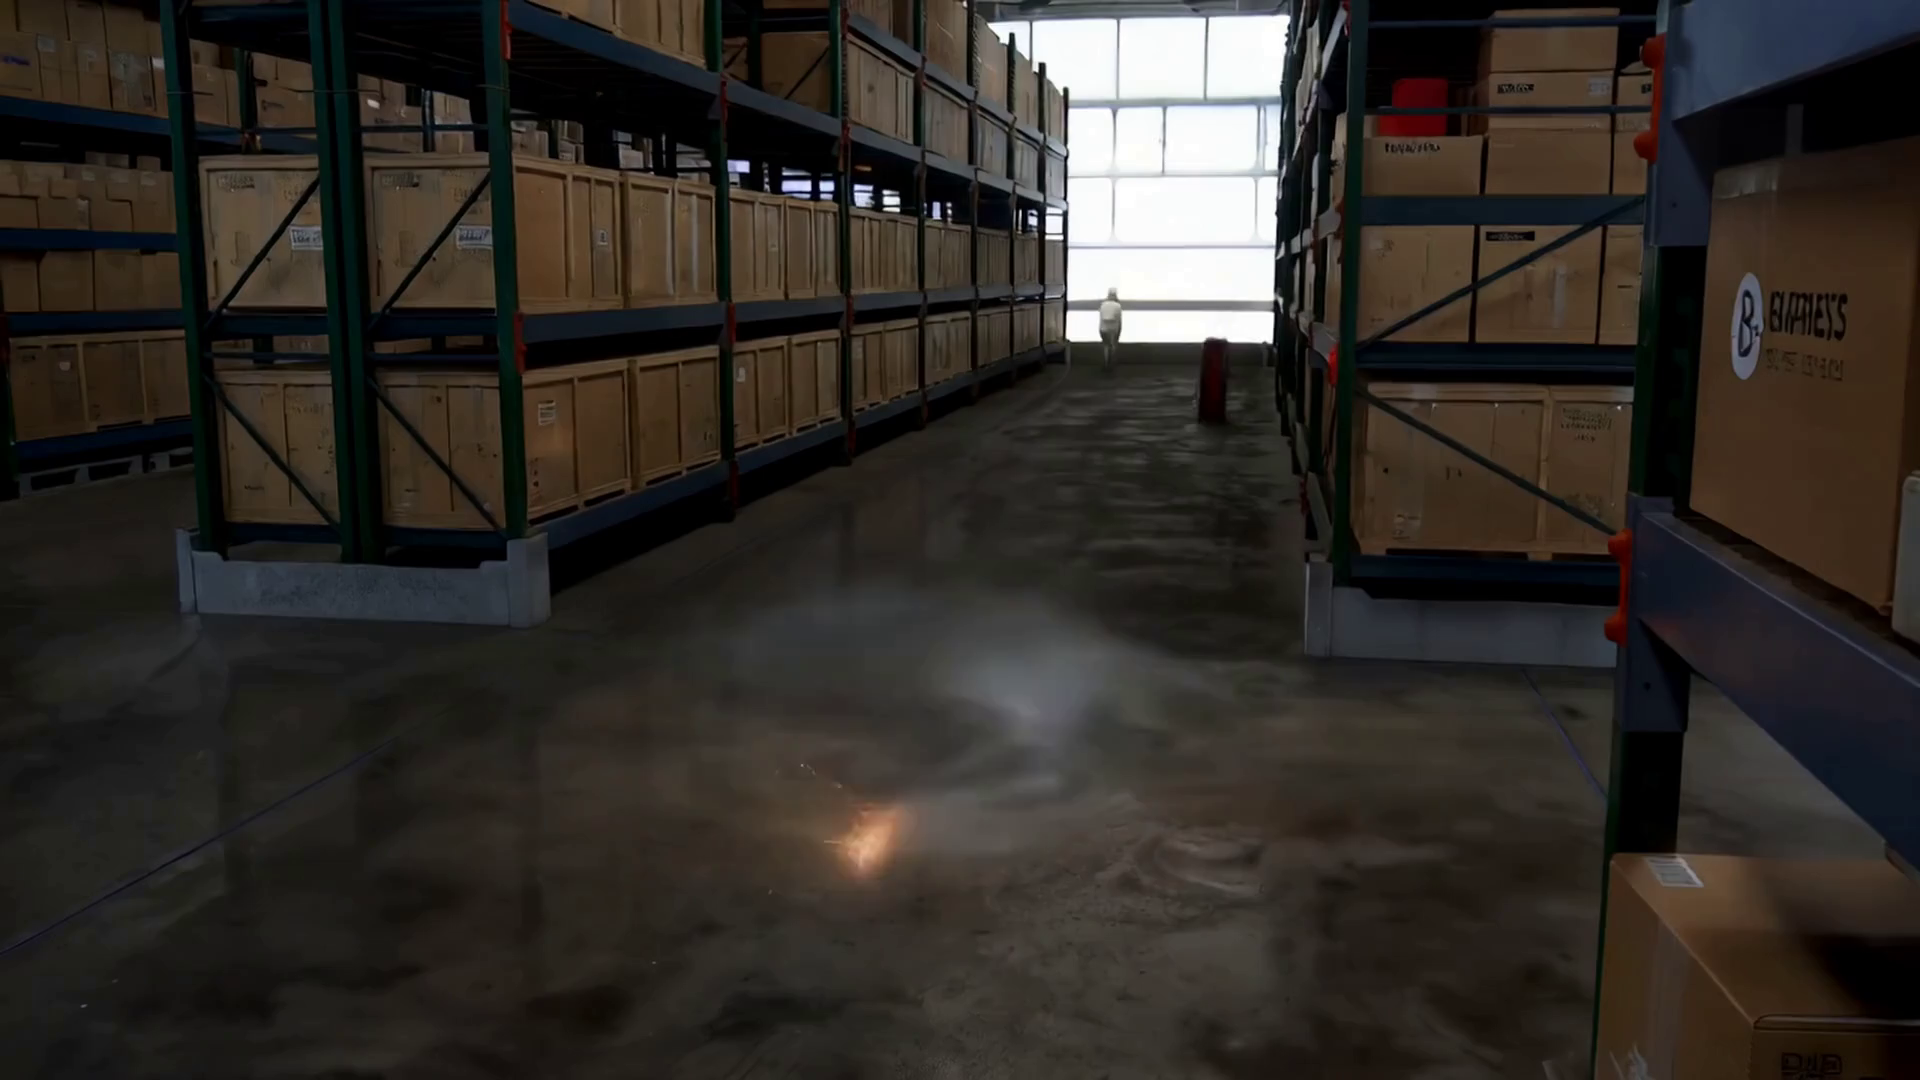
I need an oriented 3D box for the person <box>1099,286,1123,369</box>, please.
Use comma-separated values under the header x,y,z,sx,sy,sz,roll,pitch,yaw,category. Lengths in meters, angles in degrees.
x,y,z,sx,sy,sz,roll,pitch,yaw,category
3.146,-4.413,34.624,0.484,1.735,0.400,1,9,7,person
